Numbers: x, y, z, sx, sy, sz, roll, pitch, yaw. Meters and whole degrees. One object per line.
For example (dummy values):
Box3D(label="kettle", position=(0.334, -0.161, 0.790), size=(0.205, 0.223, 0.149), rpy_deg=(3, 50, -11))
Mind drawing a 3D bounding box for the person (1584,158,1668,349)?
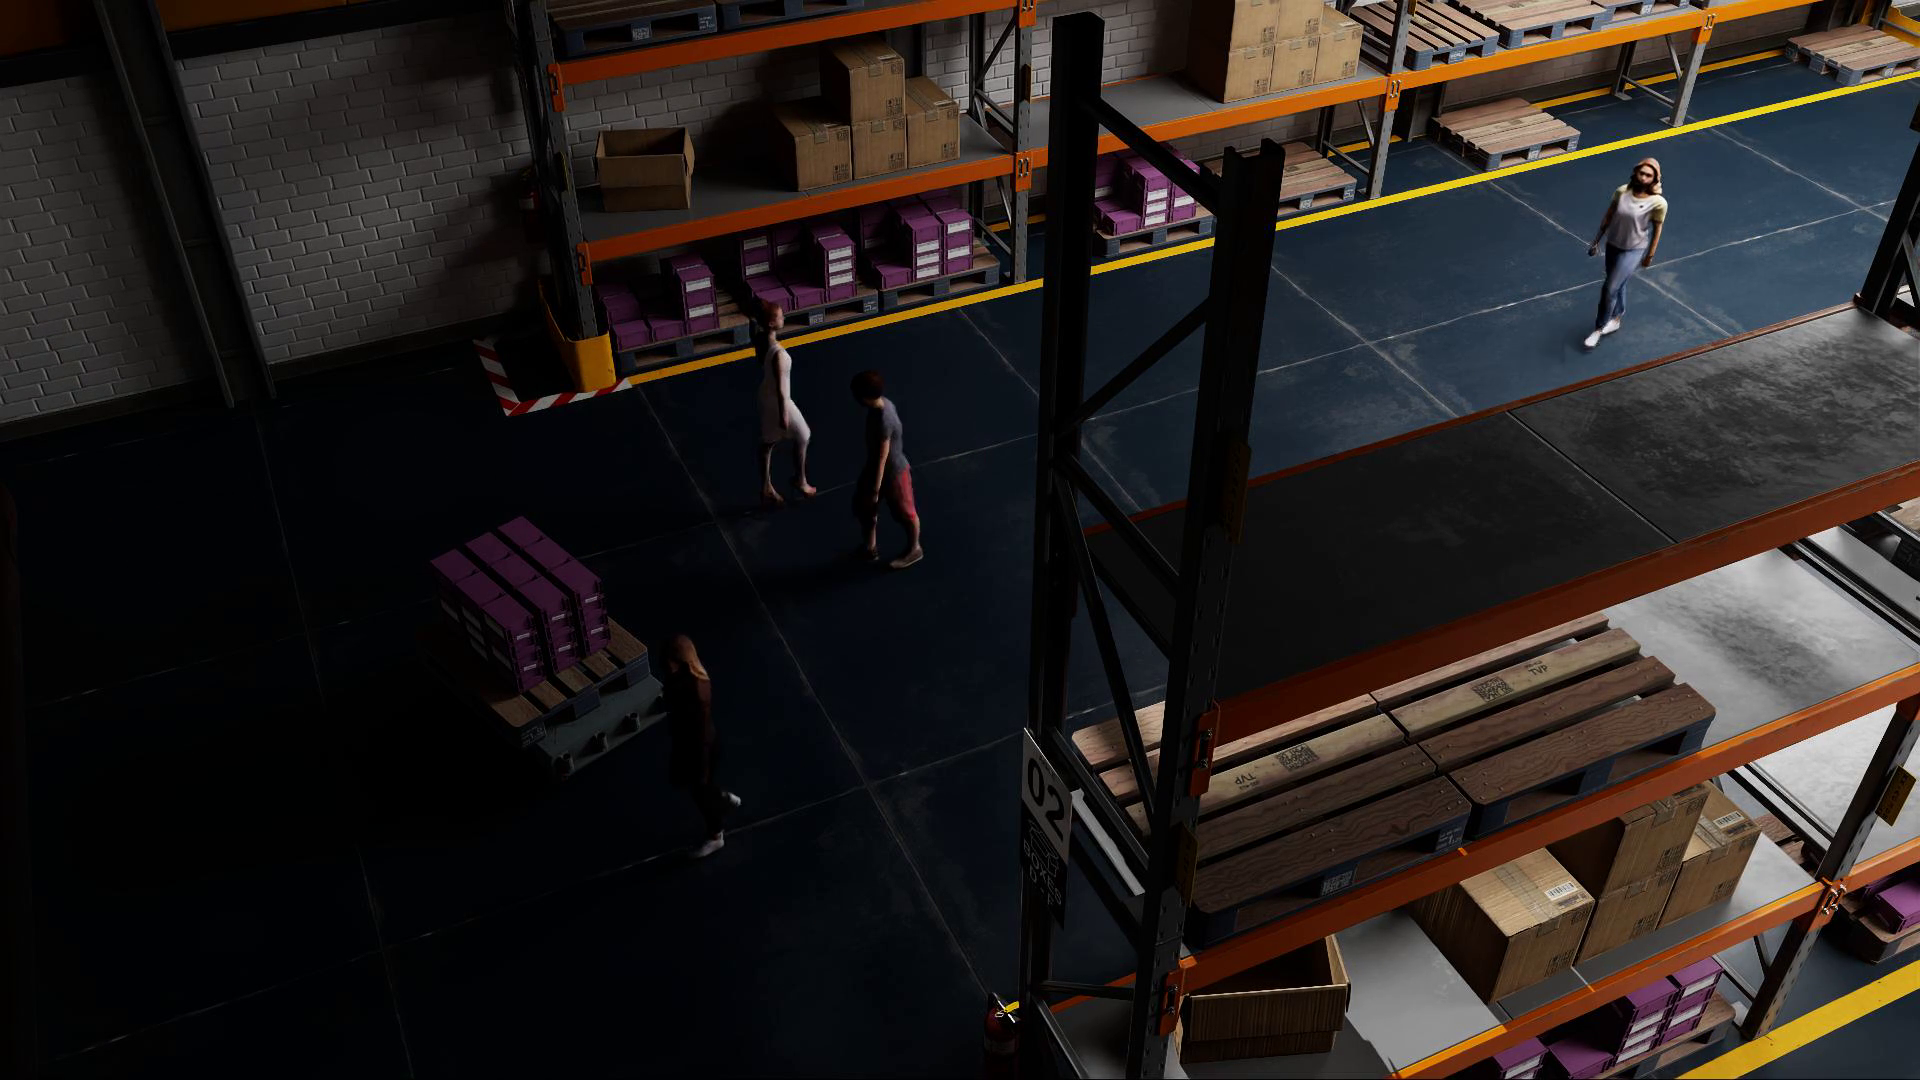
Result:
Box3D(label="person", position=(5.733, -2.500, 14.214), size=(0.898, 1.702, 0.754), rpy_deg=(-24, 45, -27))

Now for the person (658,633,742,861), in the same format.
Box3D(label="person", position=(-1.453, 1.172, 9.623), size=(0.686, 1.693, 0.646), rpy_deg=(-22, 43, -25))

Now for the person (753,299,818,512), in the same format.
Box3D(label="person", position=(-1.445, -0.963, 12.226), size=(0.654, 1.780, 0.590), rpy_deg=(-18, 42, -21))

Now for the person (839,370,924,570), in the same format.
Box3D(label="person", position=(-0.426, -0.488, 11.764), size=(0.837, 1.615, 0.645), rpy_deg=(-16, 41, -19))
